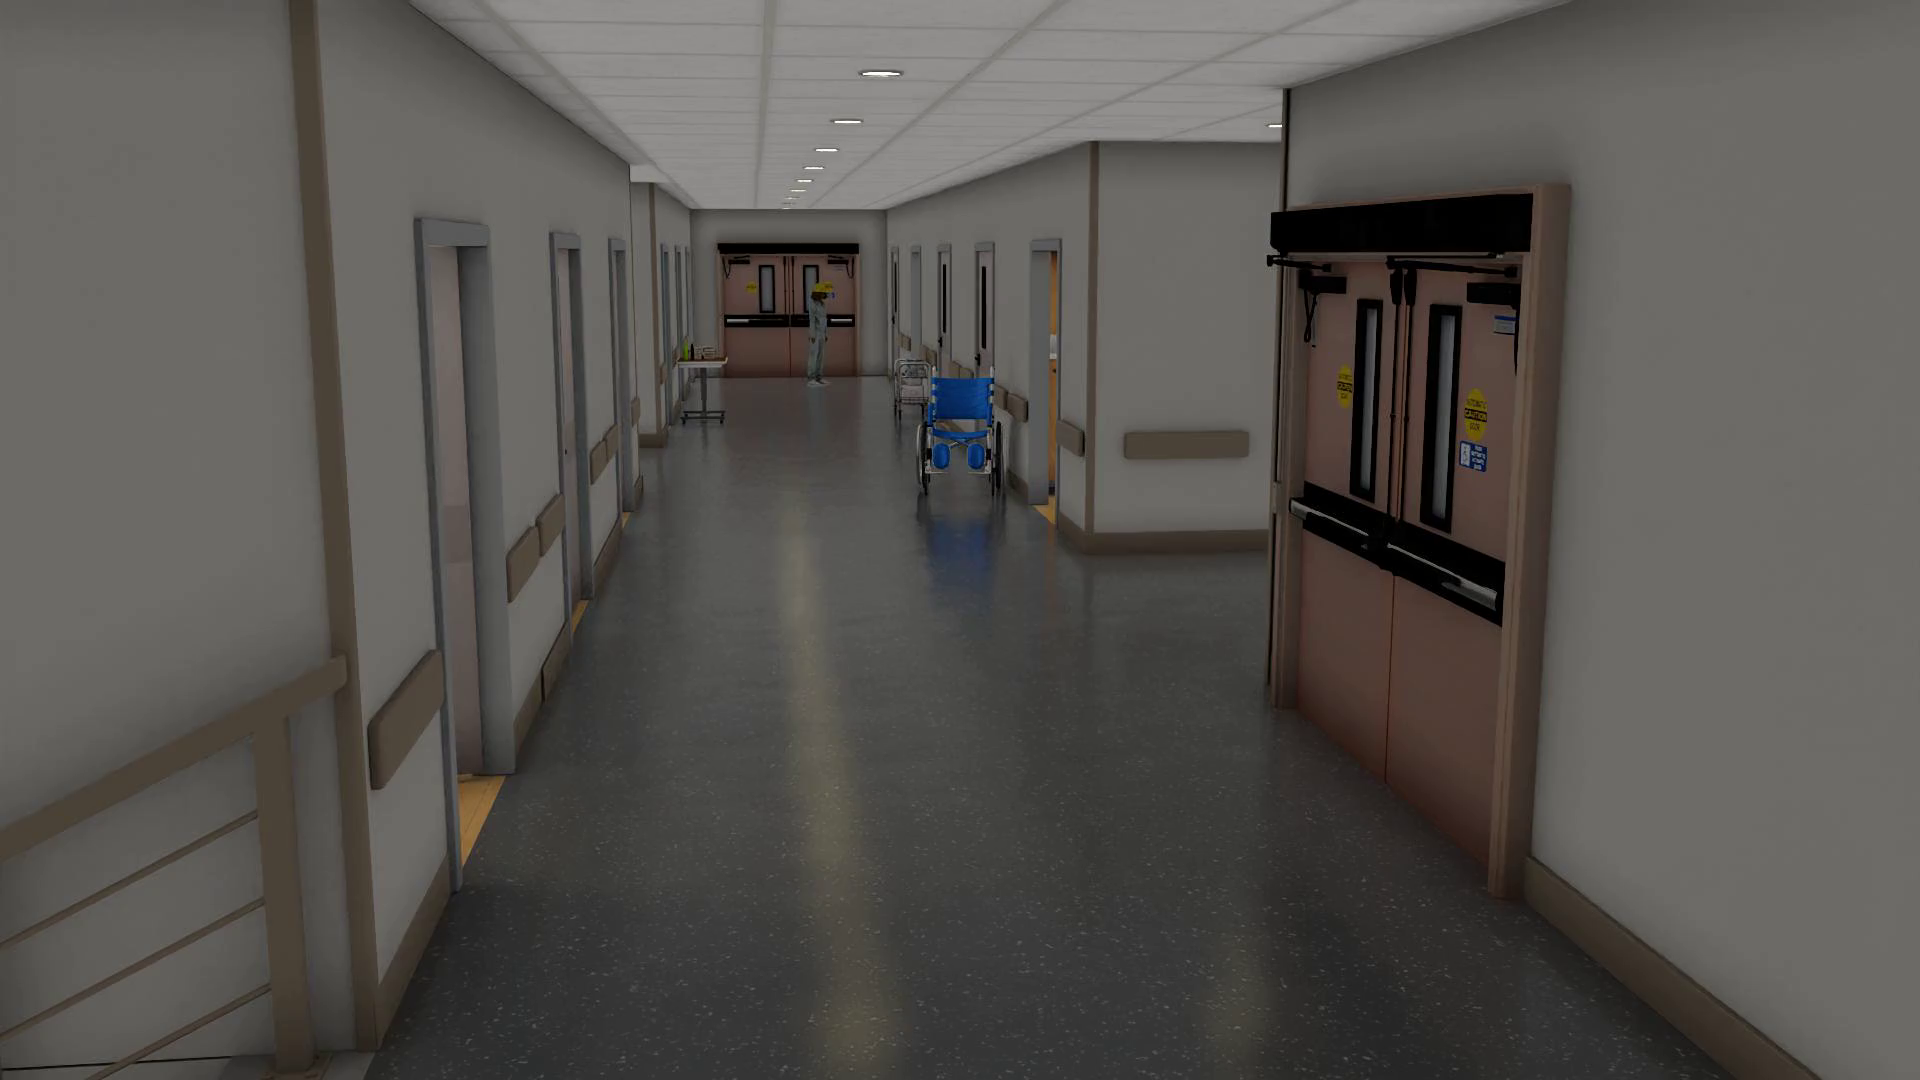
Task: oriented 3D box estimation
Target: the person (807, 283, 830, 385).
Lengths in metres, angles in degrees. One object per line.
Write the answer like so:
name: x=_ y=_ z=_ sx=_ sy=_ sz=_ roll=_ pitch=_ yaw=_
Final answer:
person: x=-2.400 y=-3.496 z=28.285 sx=0.345 sy=1.734 sz=0.485 roll=5 pitch=11 yaw=25
